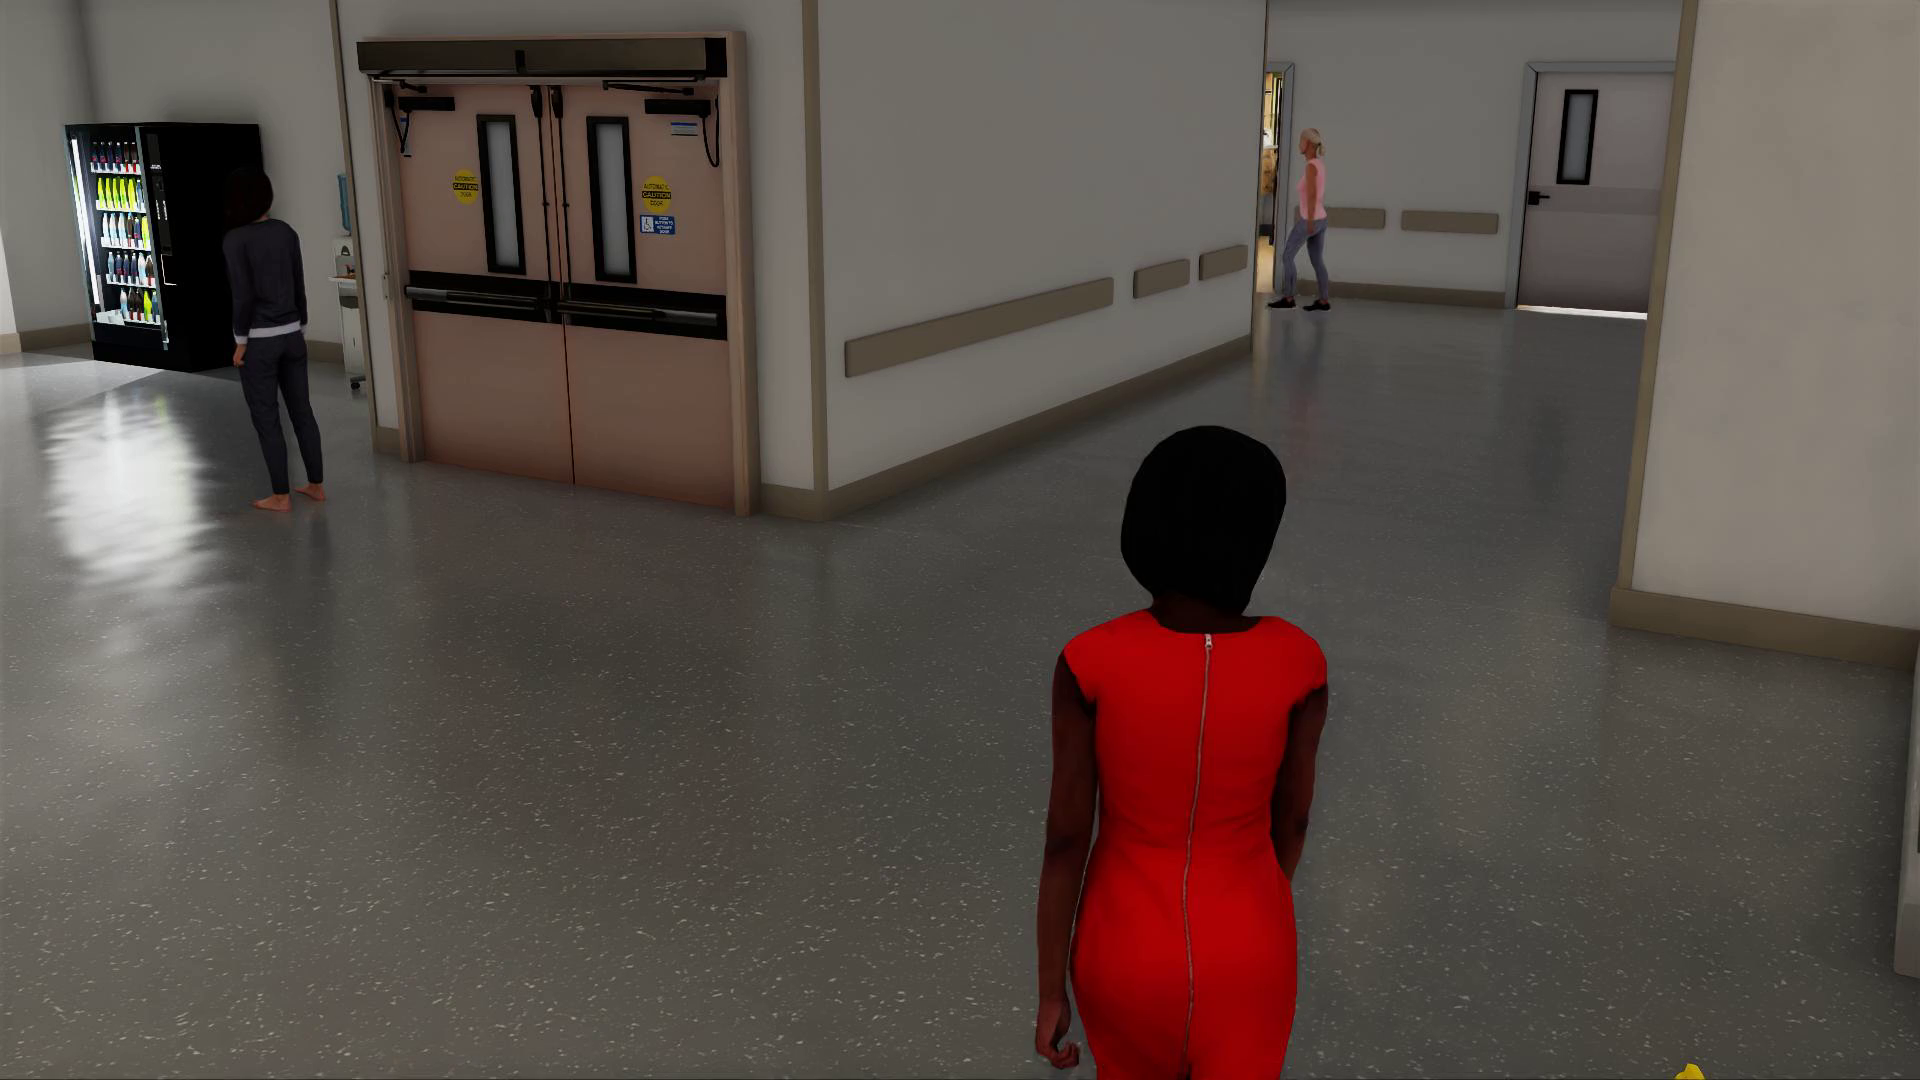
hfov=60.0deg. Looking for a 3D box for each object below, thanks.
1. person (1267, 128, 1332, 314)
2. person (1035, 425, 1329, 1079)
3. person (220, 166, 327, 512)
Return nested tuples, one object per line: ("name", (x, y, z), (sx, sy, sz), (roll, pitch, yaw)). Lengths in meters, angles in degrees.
("person", (3.376, -2.975, 15.608), (0.776, 1.705, 0.550), (10, 18, 31))
("person", (0.344, 0.739, 2.470), (1.171, 1.687, 0.975), (1, 16, 4))
("person", (-3.583, -1.050, 8.661), (0.516, 1.769, 0.622), (8, 18, 26))
